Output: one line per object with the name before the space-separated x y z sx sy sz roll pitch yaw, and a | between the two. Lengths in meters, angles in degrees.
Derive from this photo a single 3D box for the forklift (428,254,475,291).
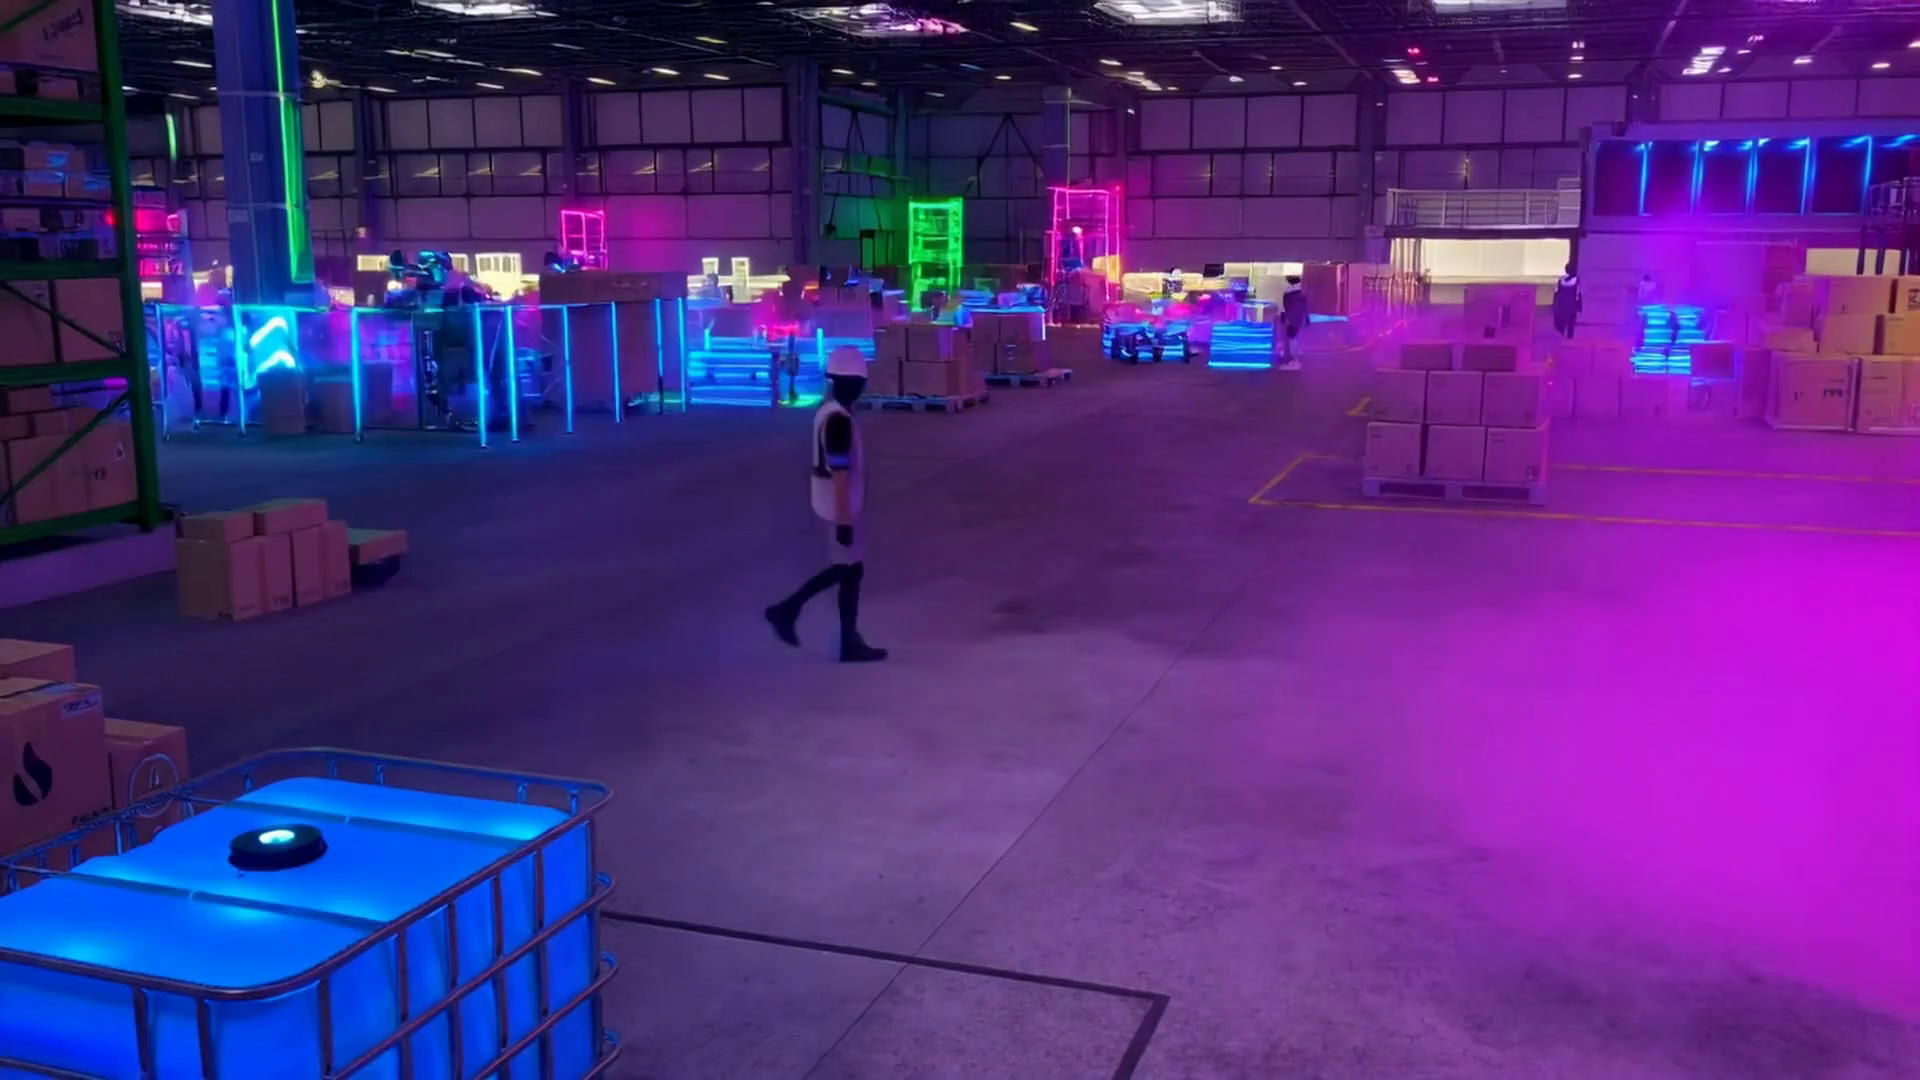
forklift | -20.133 -10.254 65.465 1.157 1.987 2.680 3 11 19

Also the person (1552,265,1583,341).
person | 14.787 -5.712 40.606 0.709 2.000 0.974 6 12 31

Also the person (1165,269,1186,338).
person | 5.715 -6.287 44.347 0.613 1.856 0.803 4 11 22

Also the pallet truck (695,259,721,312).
pallet truck | -9.165 -9.627 62.776 0.823 1.965 1.885 4 11 23

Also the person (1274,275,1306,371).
person | 6.539 -4.318 33.148 0.910 1.899 0.556 -7 12 -34

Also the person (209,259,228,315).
person | -26.420 -8.999 59.274 0.610 1.984 0.400 -10 14 -44

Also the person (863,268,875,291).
person | -2.535 -6.704 46.677 0.310 1.868 0.533 8 13 39

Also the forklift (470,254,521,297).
forklift | -17.990 -10.121 64.684 1.157 1.987 2.680 3 11 17

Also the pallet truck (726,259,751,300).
pallet truck | -7.986 -9.493 62.019 0.823 1.965 1.885 3 11 17

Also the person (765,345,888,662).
person | -0.792 -0.200 9.921 0.635 1.917 0.548 -2 10 -9

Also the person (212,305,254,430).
person | -9.869 -2.342 22.605 0.320 1.692 0.531 9 13 40

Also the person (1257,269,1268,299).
person | 9.265 -7.397 50.870 0.309 1.769 0.524 -3 10 -14

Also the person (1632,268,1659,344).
person | 17.317 -5.901 41.988 0.367 1.927 0.587 -7 12 -35
